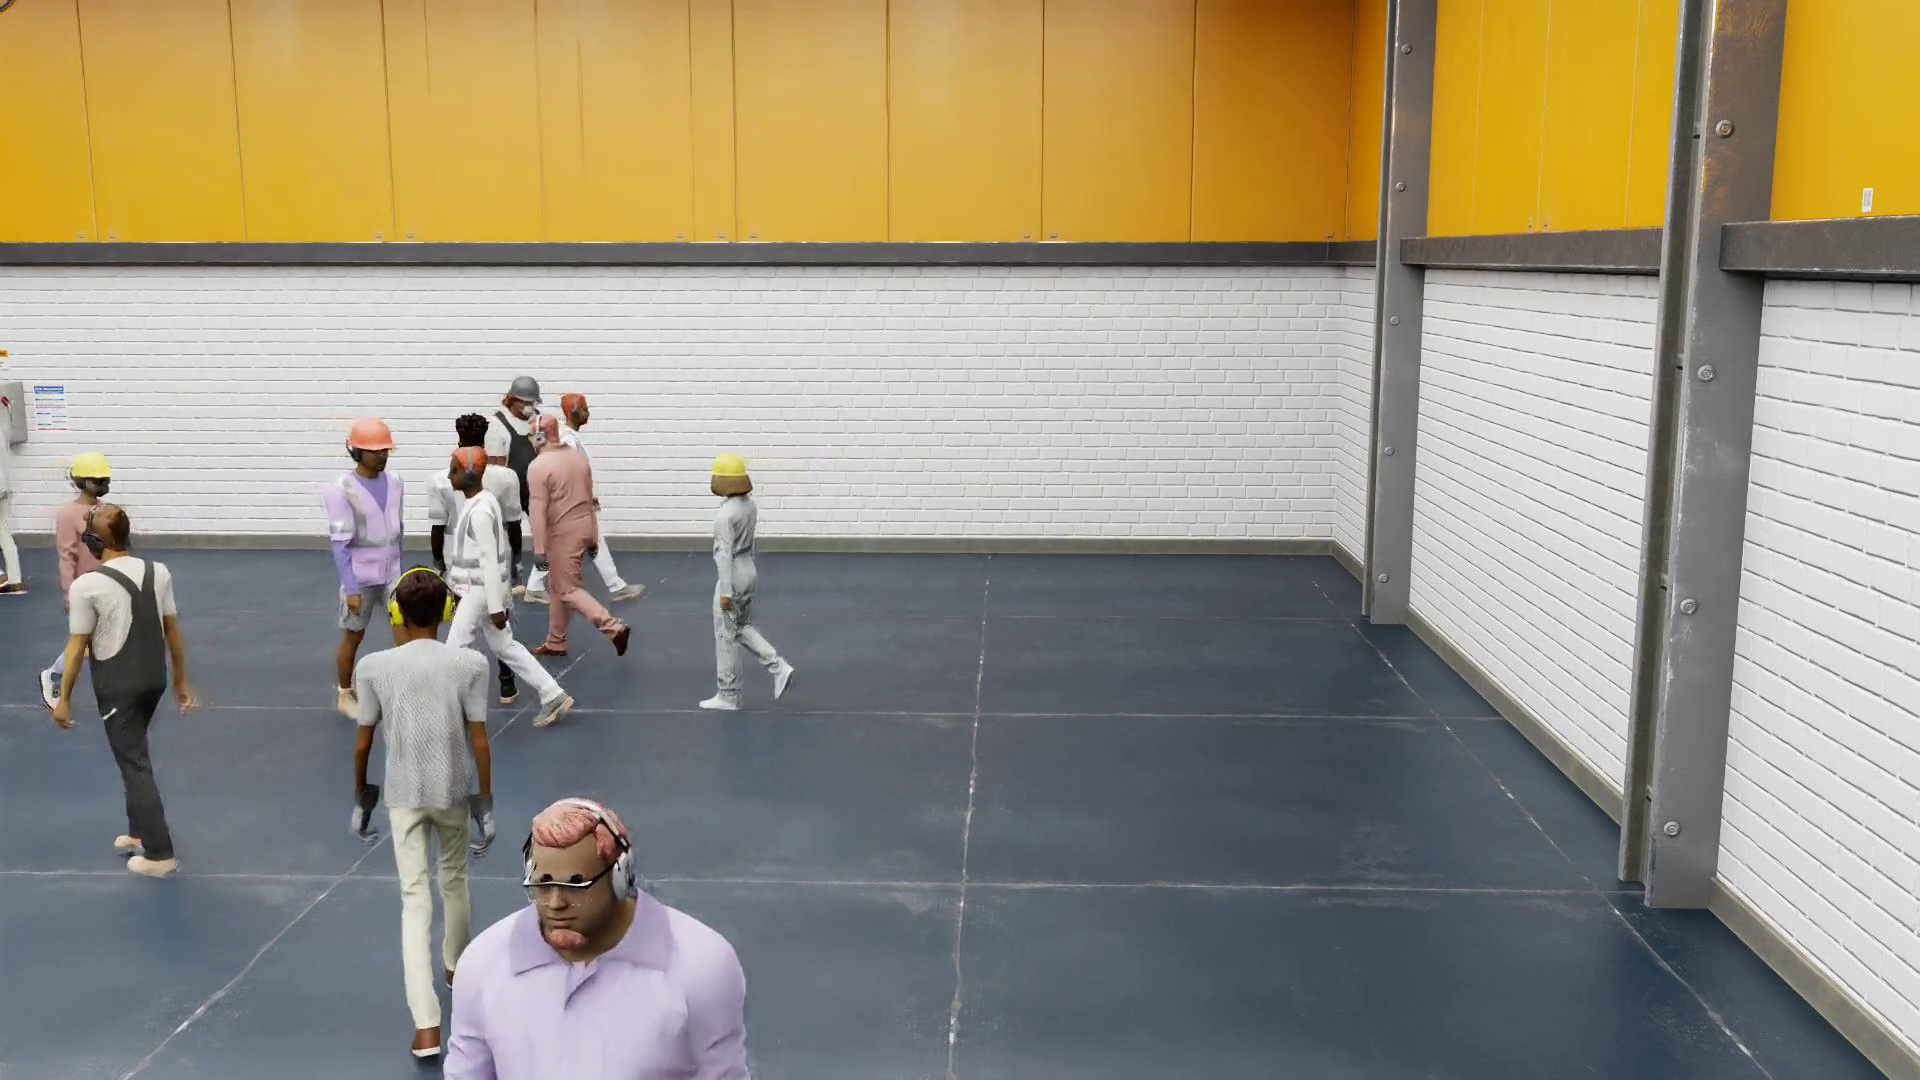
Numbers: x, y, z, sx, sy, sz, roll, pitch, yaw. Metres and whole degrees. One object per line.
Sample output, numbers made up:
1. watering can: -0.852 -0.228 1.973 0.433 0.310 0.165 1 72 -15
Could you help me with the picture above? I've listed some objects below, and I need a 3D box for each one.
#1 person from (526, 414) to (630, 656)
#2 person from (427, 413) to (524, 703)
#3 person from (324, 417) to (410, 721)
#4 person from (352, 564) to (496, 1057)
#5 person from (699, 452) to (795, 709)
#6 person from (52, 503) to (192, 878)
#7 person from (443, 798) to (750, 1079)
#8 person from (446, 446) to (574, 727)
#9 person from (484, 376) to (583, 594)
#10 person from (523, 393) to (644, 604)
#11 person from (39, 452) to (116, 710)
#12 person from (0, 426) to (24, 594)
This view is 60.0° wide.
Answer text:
1. person: -2.832 -0.002 12.242 0.857 1.858 0.653 3 10 19
2. person: -3.212 0.134 11.075 0.610 1.965 0.363 -4 10 -20
3. person: -3.657 0.222 10.490 1.046 1.982 0.636 6 11 30
4. person: -2.072 1.007 6.419 0.541 1.822 0.993 -3 10 -18
5. person: -1.435 0.277 10.907 0.554 1.729 0.497 3 10 17
6. person: -4.088 0.724 8.048 0.708 1.817 0.537 4 10 20
7. person: -0.811 1.471 3.541 0.672 1.856 0.970 2 10 9
8. person: -2.916 0.322 10.355 0.959 1.849 0.572 -2 10 -12
9. person: -3.771 -0.490 14.511 1.017 2.000 0.739 8 13 40
10. person: -3.309 -0.348 14.323 1.027 1.831 0.575 -4 10 -21
11. person: -5.632 0.301 10.719 0.566 1.750 0.535 3 10 15
12. person: -8.545 -0.415 14.635 0.457 1.844 0.538 -1 10 -4
